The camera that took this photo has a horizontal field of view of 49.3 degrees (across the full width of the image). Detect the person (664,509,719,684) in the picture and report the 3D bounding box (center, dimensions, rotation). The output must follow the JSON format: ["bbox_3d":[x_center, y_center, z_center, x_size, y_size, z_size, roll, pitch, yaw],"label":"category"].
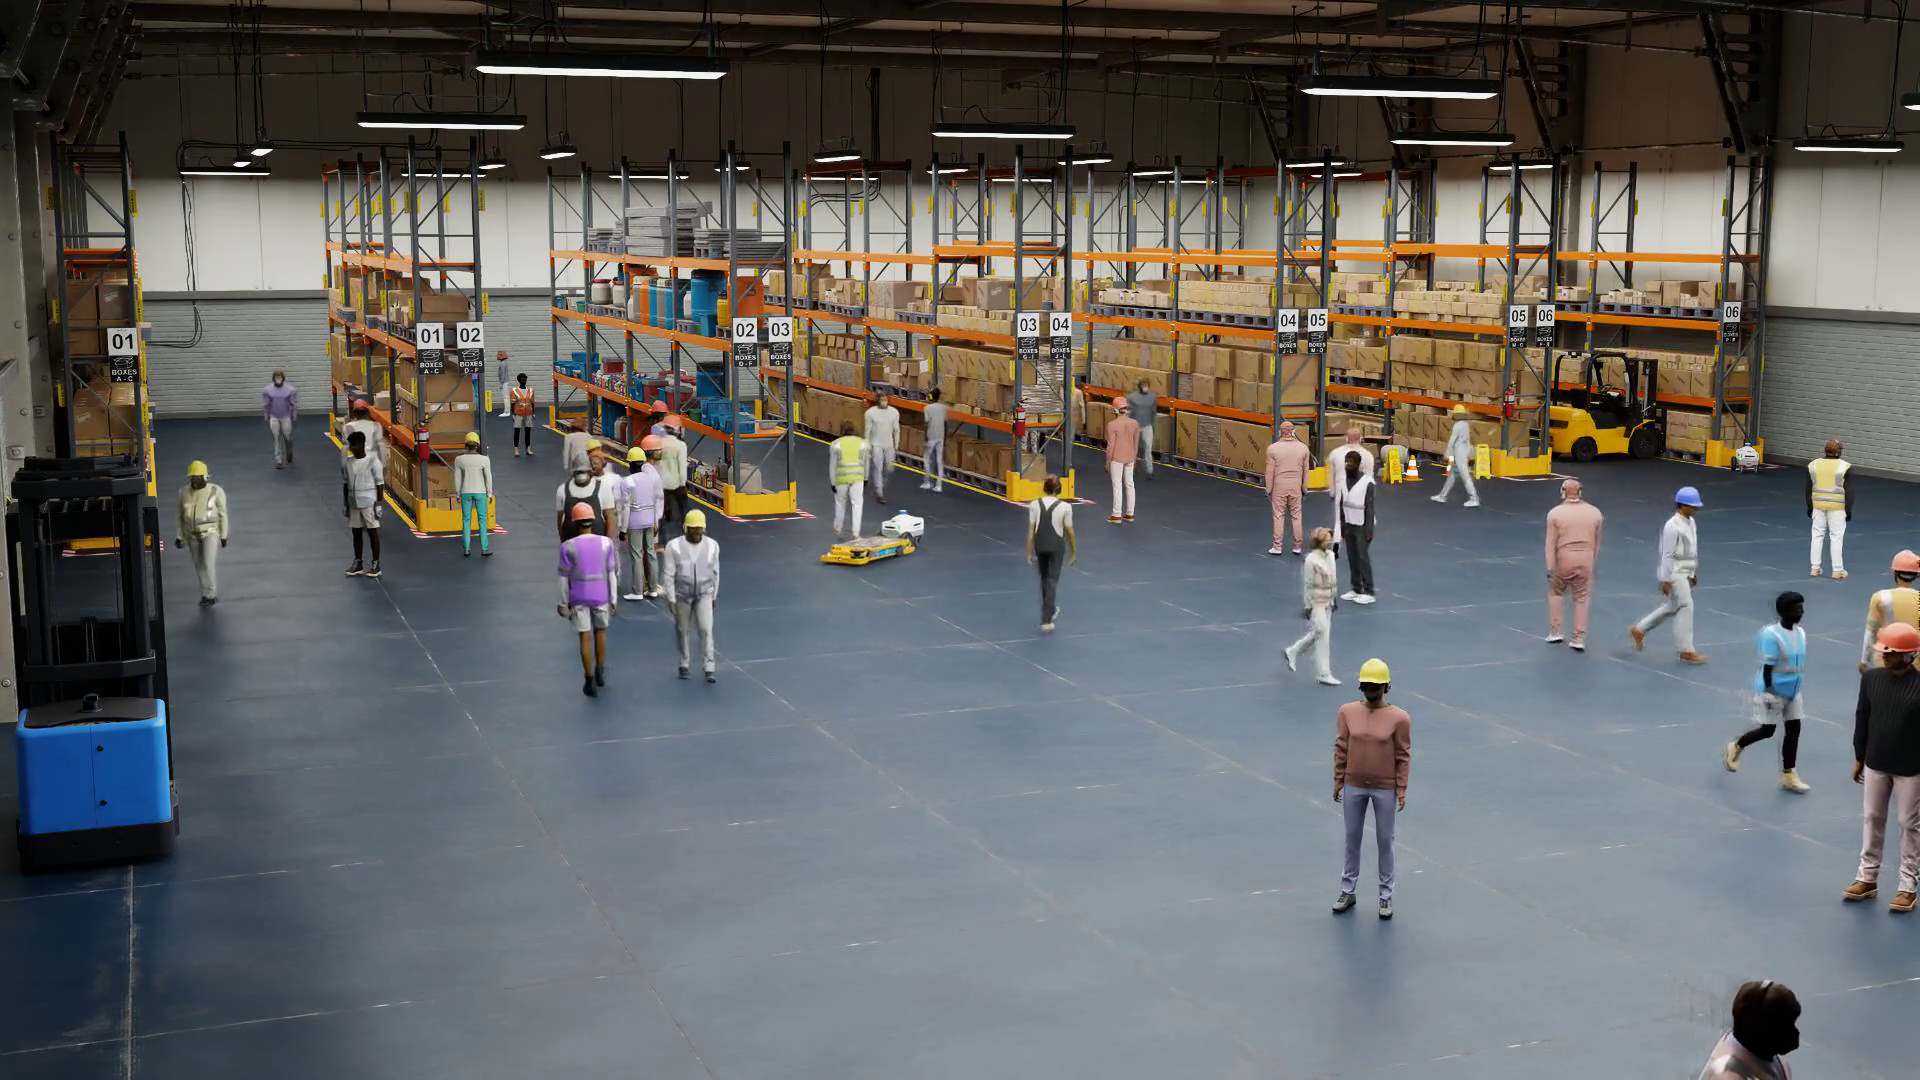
[{"bbox_3d":[-2.734,0.581,21.453,0.586,1.786,0.942,-2,9,-14],"label":"person"}]

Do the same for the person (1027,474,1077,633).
[{"bbox_3d":[1.101,0.130,24.426,0.532,1.800,0.921,4,9,23],"label":"person"}]

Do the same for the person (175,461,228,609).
[{"bbox_3d":[-9.334,-0.060,25.672,0.591,1.807,0.689,1,9,6],"label":"person"}]

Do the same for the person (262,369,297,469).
[{"bbox_3d":[-13.177,-2.352,40.589,0.642,1.927,0.478,-2,9,-11],"label":"person"}]

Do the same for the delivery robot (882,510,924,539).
[{"bbox_3d":[-0.830,-0.196,30.574,0.477,0.478,0.707,5,10,31],"label":"delivery robot"}]

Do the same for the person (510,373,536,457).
[{"bbox_3d":[-8.911,-2.559,42.709,0.535,1.697,0.322,-5,10,-31],"label":"person"}]

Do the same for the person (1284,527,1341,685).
[{"bbox_3d":[3.643,0.649,21.553,0.658,1.622,0.516,6,11,36],"label":"person"}]

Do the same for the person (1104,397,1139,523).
[{"bbox_3d":[2.546,-1.270,33.125,0.611,1.995,0.381,-6,10,-33],"label":"person"}]

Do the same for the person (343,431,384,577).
[{"bbox_3d":[-7.998,-0.493,28.039,0.609,1.964,0.367,3,9,20],"label":"person"}]

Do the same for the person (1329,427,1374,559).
[{"bbox_3d":[5.458,-0.632,29.245,0.657,1.880,0.609,3,9,20],"label":"person"}]

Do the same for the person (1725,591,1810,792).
[{"bbox_3d":[6.797,1.230,17.482,0.535,1.678,0.665,-5,10,-30],"label":"person"}]

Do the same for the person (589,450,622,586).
[{"bbox_3d":[-4.545,-0.232,26.676,0.587,1.861,0.816,1,9,3],"label":"person"}]

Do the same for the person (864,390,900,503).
[{"bbox_3d":[-1.337,-1.603,35.608,0.632,1.925,0.525,-3,9,-19],"label":"person"}]

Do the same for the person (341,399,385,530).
[{"bbox_3d":[-9.295,-1.194,32.585,0.633,1.992,1.005,-4,9,-22],"label":"person"}]

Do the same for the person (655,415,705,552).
[{"bbox_3d":[-4.102,-0.837,30.360,0.652,1.951,0.962,5,10,30],"label":"person"}]

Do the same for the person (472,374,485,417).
[{"bbox_3d":[-11.928,-3.916,51.260,0.571,1.843,0.373,-2,9,-15],"label":"person"}]

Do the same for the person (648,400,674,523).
[{"bbox_3d":[-4.729,-1.239,33.098,0.343,1.942,0.548,4,9,23],"label":"person"}]

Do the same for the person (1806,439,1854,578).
[{"bbox_3d":[11.636,-0.426,28.010,0.430,1.845,0.623,-8,12,-43],"label":"person"}]

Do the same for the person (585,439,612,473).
[{"bbox_3d":[-5.030,-0.520,28.967,0.416,1.747,0.522,6,10,34],"label":"person"}]

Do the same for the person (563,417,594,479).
[{"bbox_3d":[-6.145,-1.185,33.918,0.536,1.589,0.711,-6,10,-35],"label":"person"}]

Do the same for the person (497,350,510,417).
[{"bbox_3d":[-11.240,-3.855,51.559,0.286,1.634,0.500,0,9,1],"label":"person"}]

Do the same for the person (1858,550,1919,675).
[{"bbox_3d":[8.118,1.038,18.074,0.543,1.904,0.917,0,9,-1],"label":"person"}]

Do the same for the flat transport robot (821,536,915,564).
[{"bbox_3d":[-1.292,0.134,29.627,0.652,0.197,1.431,5,10,31],"label":"flat transport robot"}]

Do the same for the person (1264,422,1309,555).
[{"bbox_3d":[4.649,-0.738,29.889,0.652,1.902,0.402,-2,9,-10],"label":"person"}]

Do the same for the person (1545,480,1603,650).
[{"bbox_3d":[6.800,0.268,23.298,0.654,1.874,0.665,0,9,-1],"label":"person"}]

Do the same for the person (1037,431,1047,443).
[{"bbox_3d":[1.706,-3.052,45.577,0.580,1.839,0.998,-4,9,-25],"label":"person"}]

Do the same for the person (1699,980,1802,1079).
[{"bbox_3d":[3.147,2.582,8.057,0.762,1.818,0.630,4,10,27],"label":"person"}]

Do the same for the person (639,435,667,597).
[{"bbox_3d":[-3.895,-0.316,26.595,0.370,2.048,0.607,-1,9,-8],"label":"person"}]

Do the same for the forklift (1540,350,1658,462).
[{"bbox_3d":[12.897,-2.725,42.309,2.313,2.155,1.214,-3,9,-21],"label":"forklift"}]

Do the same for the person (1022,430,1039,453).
[{"bbox_3d":[1.296,-2.154,40.186,0.518,1.644,0.308,-4,9,-24],"label":"person"}]

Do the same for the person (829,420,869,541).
[{"bbox_3d":[-1.667,-0.901,31.336,0.624,1.792,0.953,-2,9,-11],"label":"person"}]

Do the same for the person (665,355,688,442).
[{"bbox_3d":[-6.138,-3.031,45.020,0.615,1.947,0.389,1,9,7],"label":"person"}]

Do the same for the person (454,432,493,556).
[{"bbox_3d":[-6.909,-0.653,29.781,0.535,1.766,0.320,0,9,1],"label":"person"}]

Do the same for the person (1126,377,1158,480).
[{"bbox_3d":[3.371,-2.091,38.979,0.636,1.893,1.031,-1,9,-7],"label":"person"}]

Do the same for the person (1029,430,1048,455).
[{"bbox_3d":[1.578,-2.419,41.888,0.551,1.662,0.810,0,9,-2],"label":"person"}]

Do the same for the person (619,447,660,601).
[{"bbox_3d":[-4.023,-0.203,26.236,0.372,1.928,0.584,8,12,43],"label":"person"}]

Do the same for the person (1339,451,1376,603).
[{"bbox_3d":[4.962,-0.171,26.169,0.438,1.895,0.601,-5,10,-31],"label":"person"}]

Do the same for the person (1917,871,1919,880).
[{"bbox_3d":[7.042,1.640,15.039,0.456,1.600,0.682,1,9,5],"label":"person"}]

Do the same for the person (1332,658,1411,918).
[{"bbox_3d":[2.793,1.674,14.248,0.525,1.772,0.308,4,9,24],"label":"person"}]

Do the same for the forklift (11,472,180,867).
[{"bbox_3d":[-6.630,0.886,15.957,1.129,2.768,1.873,-3,9,-21],"label":"forklift"}]

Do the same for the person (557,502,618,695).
[{"bbox_3d":[-3.785,0.567,21.119,0.575,1.916,0.735,-3,9,-21],"label":"person"}]

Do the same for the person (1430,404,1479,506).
[{"bbox_3d":[8.356,-1.426,35.158,0.895,1.694,0.496,5,10,31],"label":"person"}]

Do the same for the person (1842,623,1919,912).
[{"bbox_3d":[6.420,1.543,14.385,0.392,1.991,0.612,-7,11,-37],"label":"person"}]

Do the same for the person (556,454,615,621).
[{"bbox_3d":[-4.460,-0.041,24.924,0.696,2.000,1.019,-1,9,-5],"label":"person"}]

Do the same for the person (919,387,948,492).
[{"bbox_3d":[-0.480,-1.787,37.074,0.542,1.839,0.776,-5,10,-28],"label":"person"}]

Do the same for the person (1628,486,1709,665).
[{"bbox_3d":[7.672,0.353,22.586,0.831,1.915,0.598,6,10,33],"label":"person"}]

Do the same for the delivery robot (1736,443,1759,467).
[{"bbox_3d":[15.023,-1.603,39.956,0.477,0.478,0.707,2,9,13],"label":"delivery robot"}]

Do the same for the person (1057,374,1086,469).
[{"bbox_3d":[2.100,-2.299,40.417,0.595,1.873,0.997,-2,9,-10],"label":"person"}]
